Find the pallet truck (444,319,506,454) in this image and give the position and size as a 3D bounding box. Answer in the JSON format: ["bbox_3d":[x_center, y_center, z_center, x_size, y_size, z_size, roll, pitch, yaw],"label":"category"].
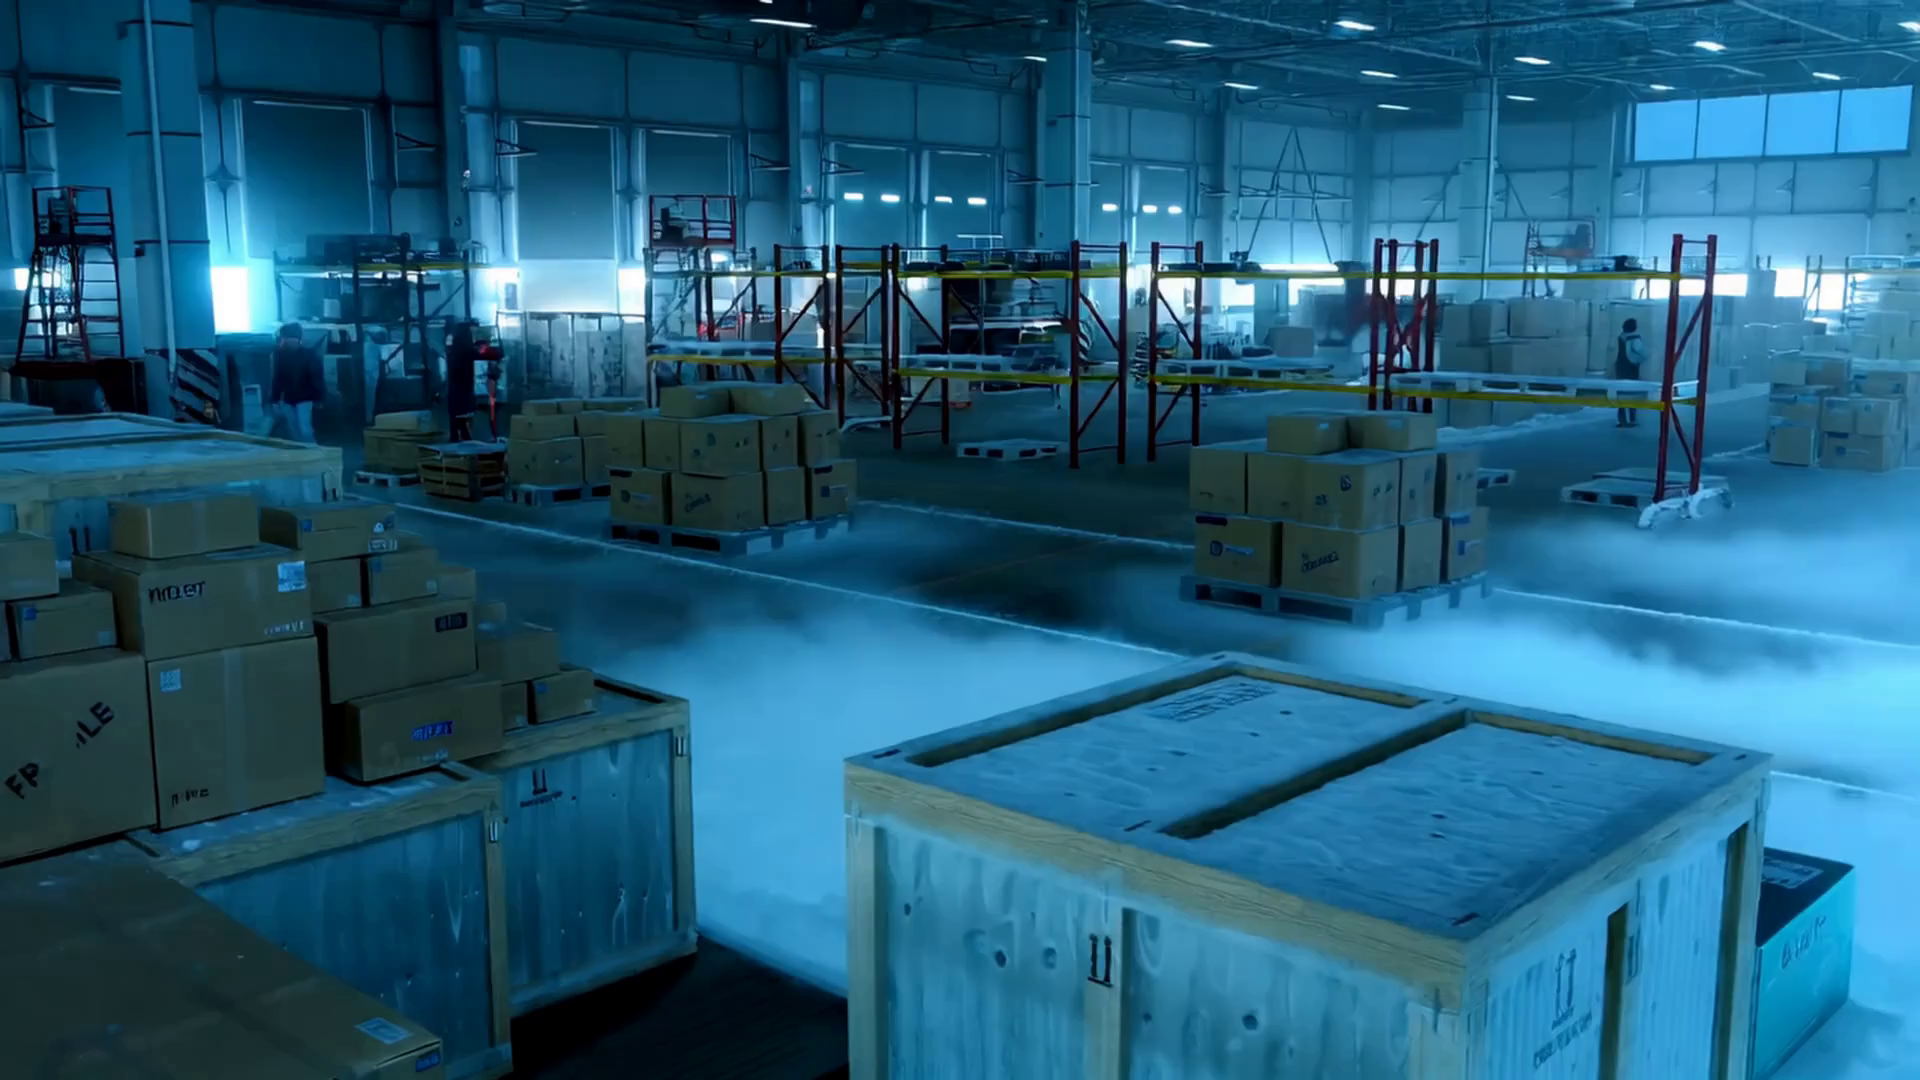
[{"bbox_3d":[-6.981,-1.942,22.150,1.885,1.965,0.823,1,9,9],"label":"pallet truck"}]

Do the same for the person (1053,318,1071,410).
[{"bbox_3d":[1.997,-3.312,31.358,0.485,1.737,0.321,0,9,2],"label":"person"}]

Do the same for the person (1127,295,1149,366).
[{"bbox_3d":[4.859,-5.688,45.359,0.642,1.943,0.512,-3,10,-19],"label":"person"}]

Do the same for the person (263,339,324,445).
[{"bbox_3d":[-9.690,-2.063,23.927,0.870,1.643,0.545,-7,12,-38],"label":"person"}]

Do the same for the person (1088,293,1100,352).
[{"bbox_3d":[4.115,-6.669,51.358,0.545,1.927,0.392,-5,11,-30],"label":"person"}]

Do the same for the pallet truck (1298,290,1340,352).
[{"bbox_3d":[11.297,-6.951,52.861,1.885,1.965,0.823,-5,11,-29],"label":"pallet truck"}]

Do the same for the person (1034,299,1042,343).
[{"bbox_3d":[1.987,-5.414,43.822,0.445,1.872,0.576,-6,11,-32],"label":"person"}]

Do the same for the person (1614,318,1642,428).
[{"bbox_3d":[11.180,-2.779,27.771,0.483,1.834,0.551,-6,11,-31],"label":"person"}]

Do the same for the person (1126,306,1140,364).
[{"bbox_3d":[4.720,-5.698,46.307,0.485,1.631,0.513,-3,10,-19],"label":"person"}]

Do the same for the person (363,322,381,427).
[{"bbox_3d":[-9.867,-2.773,27.982,0.327,1.760,0.524,-3,10,-19],"label":"person"}]

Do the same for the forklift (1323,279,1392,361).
[{"bbox_3d":[11.391,-6.499,47.394,1.873,2.768,1.129,3,10,17],"label":"forklift"}]

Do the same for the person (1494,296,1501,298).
[{"bbox_3d":[14.704,-5.749,45.737,0.614,1.917,0.649,-4,10,-24],"label":"person"}]

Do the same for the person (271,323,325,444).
[{"bbox_3d":[-8.438,-1.766,21.135,0.635,1.974,0.492,1,9,7],"label":"person"}]

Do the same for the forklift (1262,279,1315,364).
[{"bbox_3d":[8.555,-6.090,44.881,1.873,2.768,1.129,9,13,43],"label":"forklift"}]
